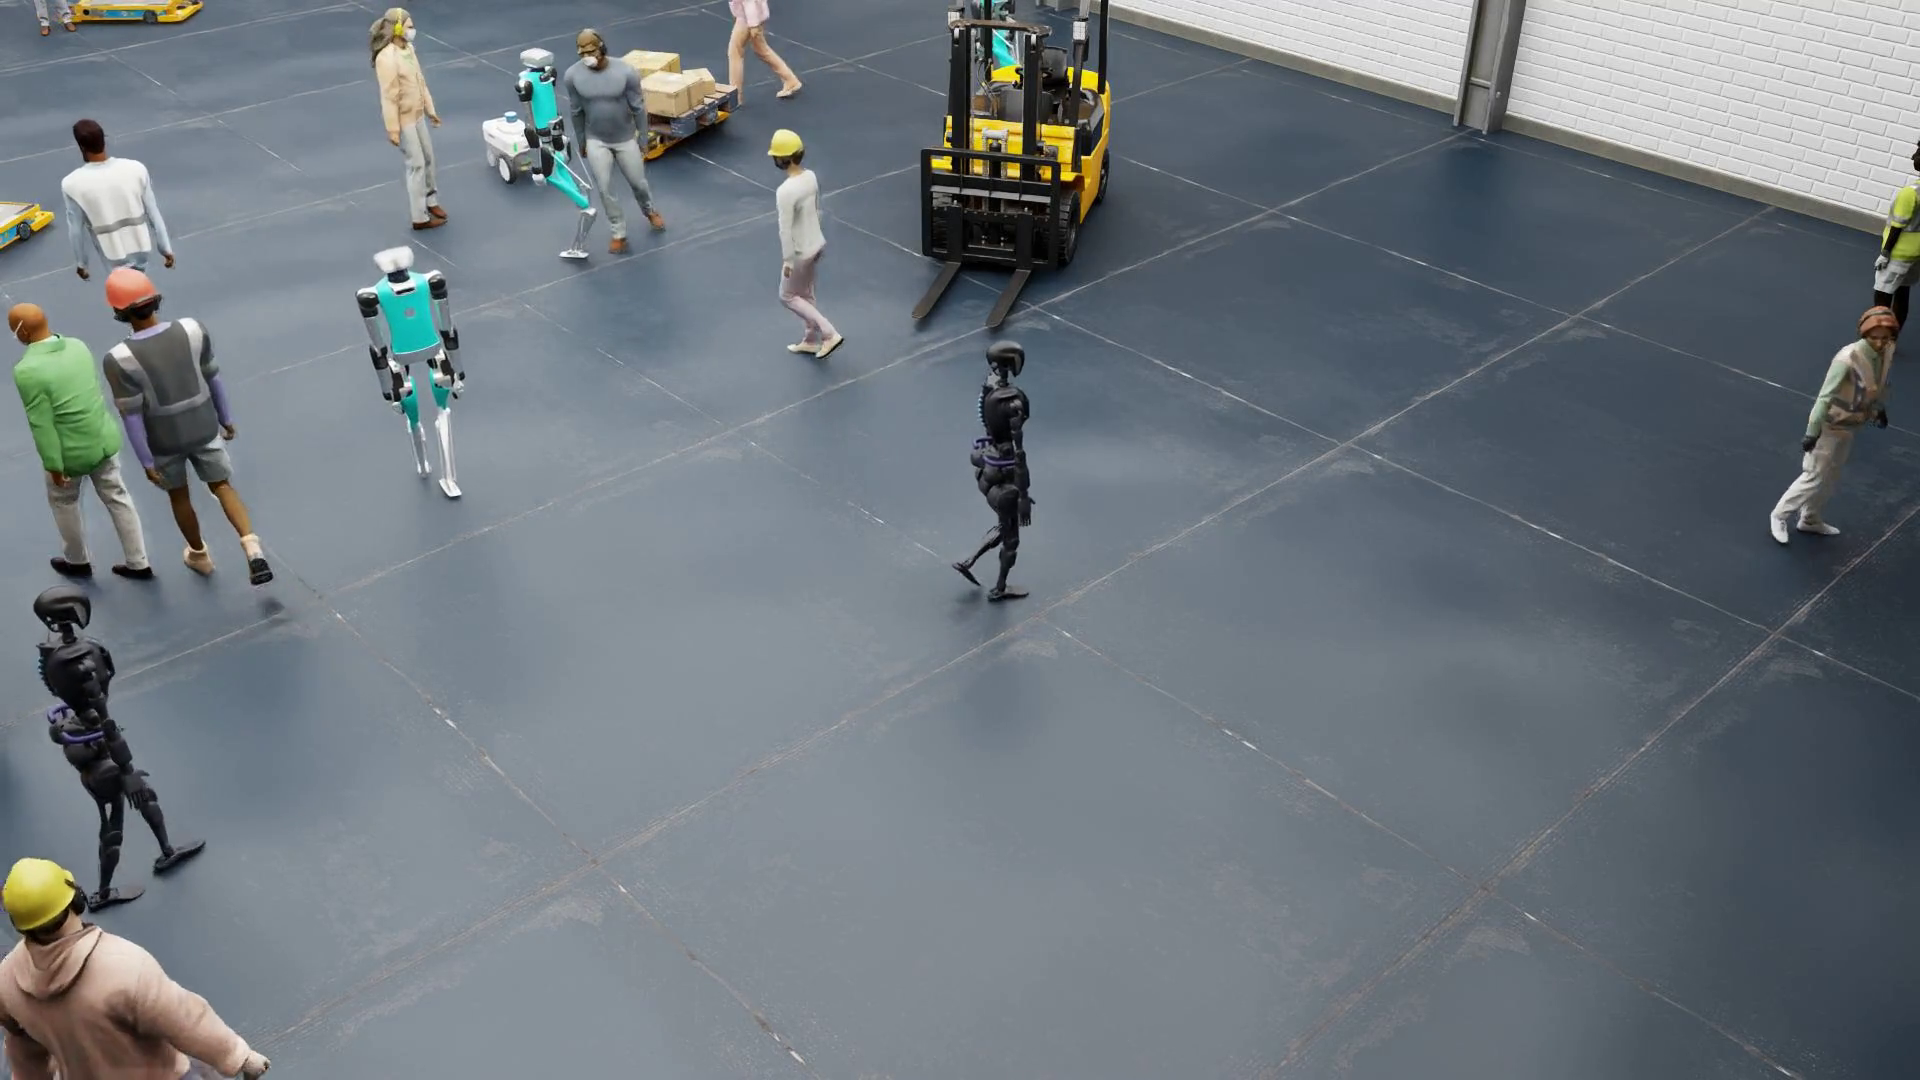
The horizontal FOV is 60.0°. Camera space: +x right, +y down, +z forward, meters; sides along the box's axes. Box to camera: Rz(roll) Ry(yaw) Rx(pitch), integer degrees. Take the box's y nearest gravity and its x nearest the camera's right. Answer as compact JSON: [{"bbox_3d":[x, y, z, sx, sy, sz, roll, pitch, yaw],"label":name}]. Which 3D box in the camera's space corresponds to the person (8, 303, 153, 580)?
[{"bbox_3d":[-5.202,-0.559,9.670,0.764,1.749,0.553,12,35,18],"label":"person"}]

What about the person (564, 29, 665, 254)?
[{"bbox_3d":[-2.898,-3.373,13.871,0.640,1.896,0.661,-1,33,-2],"label":"person"}]

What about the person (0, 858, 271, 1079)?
[{"bbox_3d":[-2.930,1.893,5.832,0.830,1.824,0.865,8,34,13],"label":"person"}]

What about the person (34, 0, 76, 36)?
[{"bbox_3d":[-10.625,-6.693,19.189,0.473,1.650,0.319,-18,37,-25],"label":"person"}]

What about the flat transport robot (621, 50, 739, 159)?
[{"bbox_3d":[-2.950,-4.131,16.523,0.659,0.231,1.431,15,36,21],"label":"flat transport robot"}]

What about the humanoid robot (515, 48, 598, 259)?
[{"bbox_3d":[-3.187,-3.048,13.602,0.685,1.887,0.552,8,34,12],"label":"humanoid robot"}]

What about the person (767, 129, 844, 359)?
[{"bbox_3d":[-1.140,-2.105,12.052,0.465,1.746,0.549,10,34,15],"label":"person"}]

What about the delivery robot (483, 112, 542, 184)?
[{"bbox_3d":[-4.179,-3.716,15.616,0.499,0.587,0.772,-23,40,-31],"label":"delivery robot"}]

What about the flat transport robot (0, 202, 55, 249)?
[{"bbox_3d":[-8.423,-2.549,14.091,0.659,0.231,1.431,5,33,8],"label":"flat transport robot"}]

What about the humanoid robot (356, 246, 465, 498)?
[{"bbox_3d":[-3.442,-1.020,10.495,0.550,1.912,0.732,-18,37,-25],"label":"humanoid robot"}]

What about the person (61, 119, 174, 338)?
[{"bbox_3d":[-5.979,-2.077,11.907,1.007,1.865,0.603,24,40,32],"label":"person"}]

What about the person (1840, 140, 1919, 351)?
[{"bbox_3d":[6.866,-2.106,12.106,0.534,1.693,0.319,-21,38,-29],"label":"person"}]

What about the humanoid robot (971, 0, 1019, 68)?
[{"bbox_3d":[0.483,-4.992,16.545,0.548,1.770,1.041,-24,40,-32],"label":"humanoid robot"}]

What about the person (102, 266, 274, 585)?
[{"bbox_3d":[-4.414,-0.594,9.485,0.622,2.016,0.775,-28,42,-35],"label":"person"}]

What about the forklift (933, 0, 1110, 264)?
[{"bbox_3d":[0.570,-3.725,14.138,1.214,2.155,2.313,9,34,13],"label":"forklift"}]

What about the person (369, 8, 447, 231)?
[{"bbox_3d":[-4.747,-3.619,14.295,0.415,1.855,0.578,2,33,4],"label":"person"}]

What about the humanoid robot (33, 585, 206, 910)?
[{"bbox_3d":[-3.879,0.917,7.489,0.574,1.631,0.589,-27,42,-35],"label":"humanoid robot"}]

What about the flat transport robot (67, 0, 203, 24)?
[{"bbox_3d":[-9.970,-6.419,20.039,1.431,0.231,0.659,0,33,-1],"label":"flat transport robot"}]

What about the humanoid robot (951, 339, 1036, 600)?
[{"bbox_3d":[0.192,-0.368,9.446,0.461,1.637,0.584,-11,35,-16],"label":"humanoid robot"}]

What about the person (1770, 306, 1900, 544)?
[{"bbox_3d":[5.294,-0.696,9.998,0.665,1.629,0.377,-22,39,-30],"label":"person"}]

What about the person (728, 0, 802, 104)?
[{"bbox_3d":[-2.101,-5.338,17.036,0.868,1.738,0.567,0,33,1],"label":"person"}]
